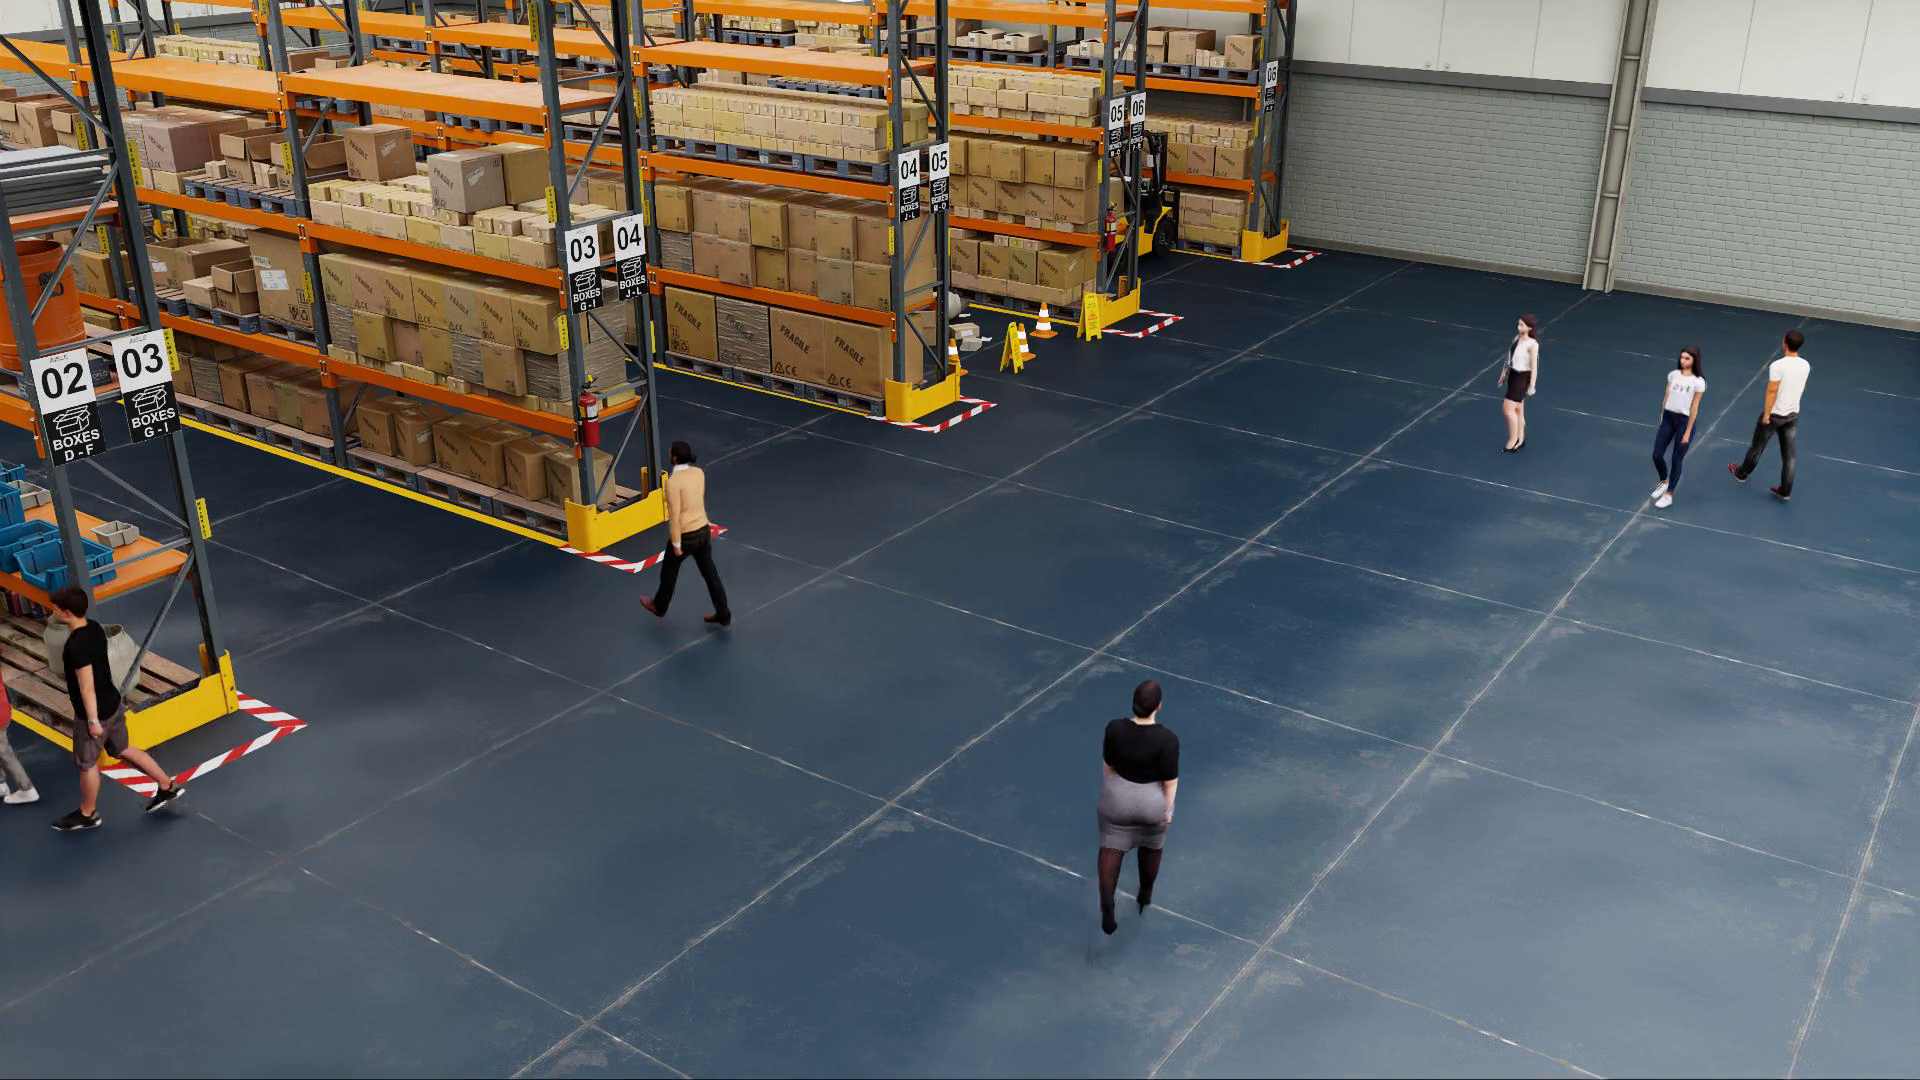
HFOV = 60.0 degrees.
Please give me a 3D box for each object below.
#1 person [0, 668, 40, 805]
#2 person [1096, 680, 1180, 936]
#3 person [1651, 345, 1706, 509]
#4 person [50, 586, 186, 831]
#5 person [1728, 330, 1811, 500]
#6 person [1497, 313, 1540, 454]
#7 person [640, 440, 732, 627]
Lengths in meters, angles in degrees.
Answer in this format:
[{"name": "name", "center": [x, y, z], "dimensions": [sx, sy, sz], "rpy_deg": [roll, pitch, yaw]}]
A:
[{"name": "person", "center": [-6.895, 1.275, 11.985], "dimensions": [0.799, 1.404, 0.738], "rpy_deg": [-4, 23, -9]}, {"name": "person", "center": [1.089, 1.716, 10.516], "dimensions": [1.011, 1.740, 0.918], "rpy_deg": [7, 24, 17]}, {"name": "person", "center": [7.536, -1.190, 17.322], "dimensions": [0.739, 1.762, 0.644], "rpy_deg": [-15, 28, -32]}, {"name": "person", "center": [-5.969, 1.168, 11.679], "dimensions": [1.172, 1.839, 1.142], "rpy_deg": [-5, 24, -12]}, {"name": "person", "center": [8.722, -1.287, 17.545], "dimensions": [1.084, 1.767, 1.163], "rpy_deg": [-5, 24, -12]}, {"name": "person", "center": [6.405, -1.769, 18.847], "dimensions": [0.768, 1.635, 0.708], "rpy_deg": [-6, 24, -13]}, {"name": "person", "center": [-2.316, -0.007, 14.614], "dimensions": [1.159, 1.705, 0.710], "rpy_deg": [14, 27, 29]}]
